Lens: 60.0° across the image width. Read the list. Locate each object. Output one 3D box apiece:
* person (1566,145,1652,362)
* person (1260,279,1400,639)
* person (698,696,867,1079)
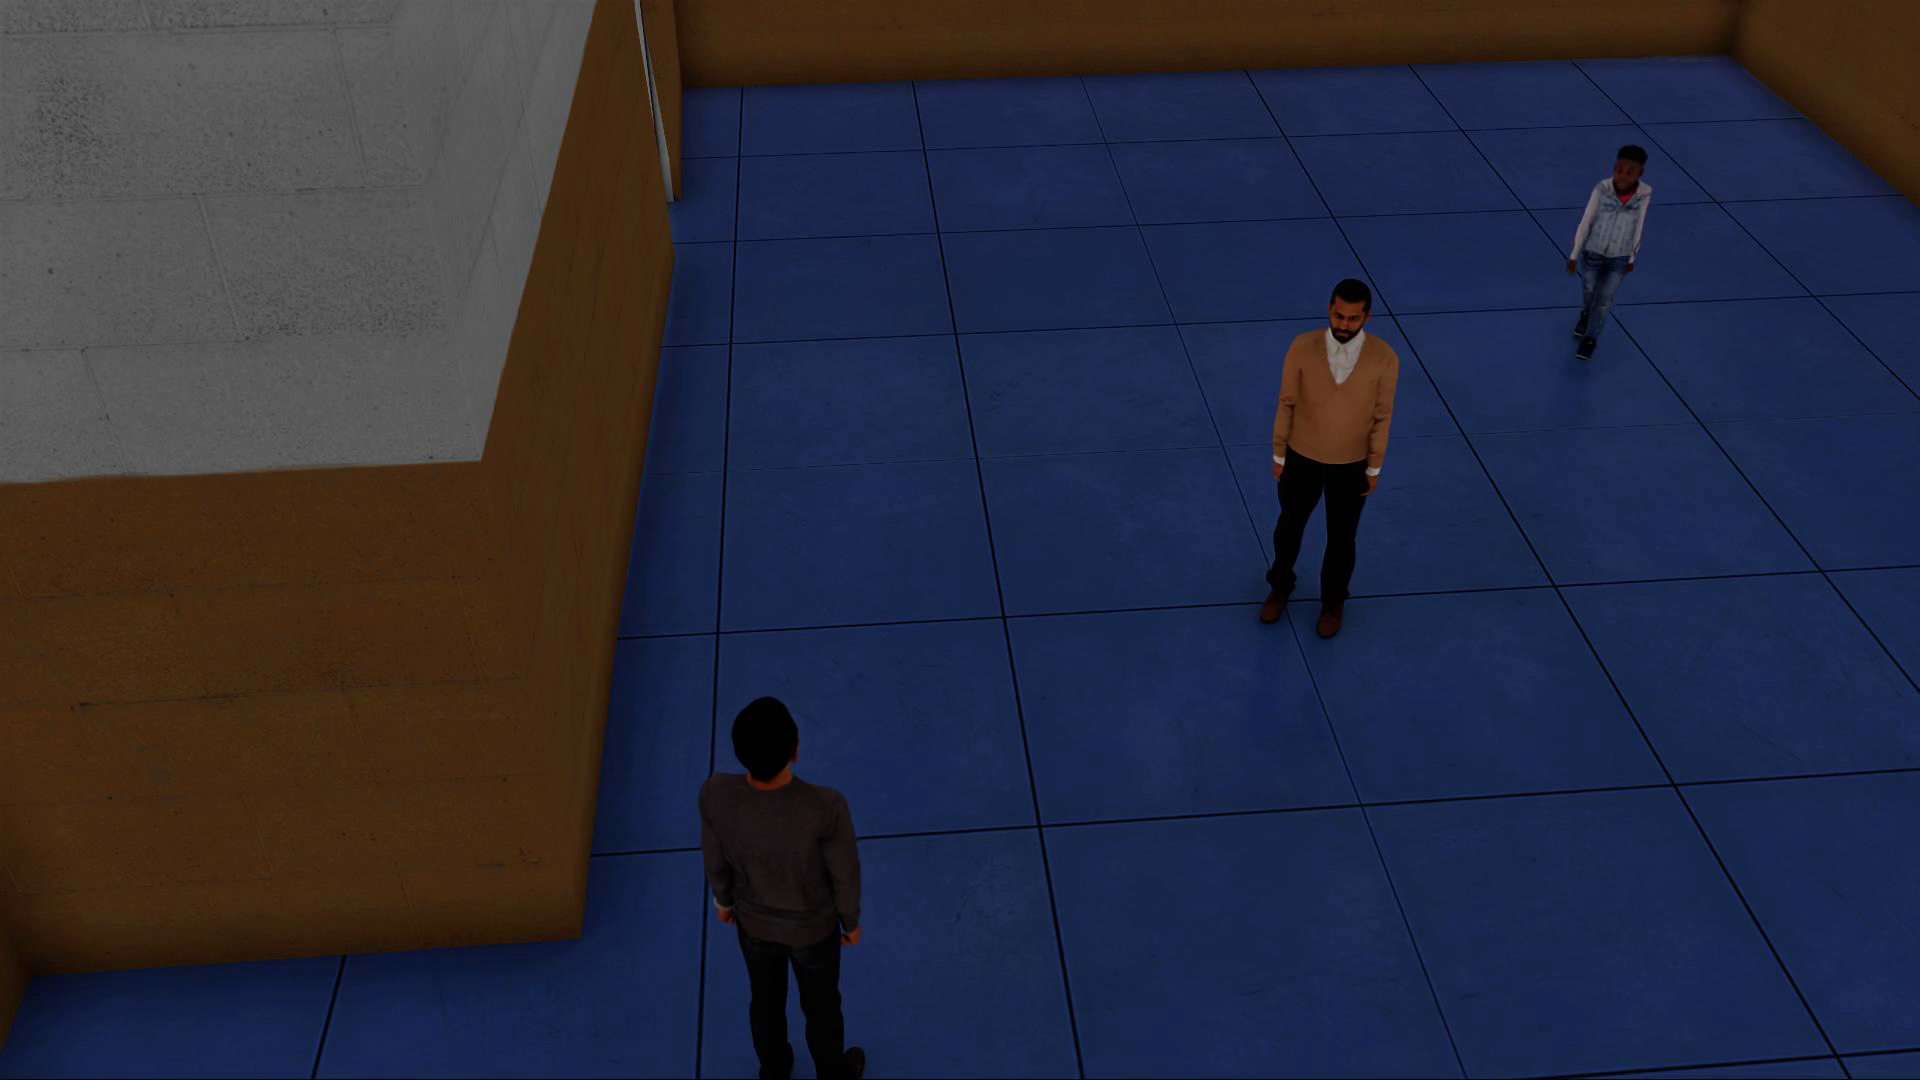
[{"bbox_3d":[3.706,-1.675,9.487,0.866,1.226,0.848,19,41,23],"label":"person"},{"bbox_3d":[1.618,-0.363,7.295,0.653,1.753,0.785,9,38,12],"label":"person"},{"bbox_3d":[-0.552,1.187,5.223,0.562,1.768,0.751,-16,40,-21],"label":"person"}]
